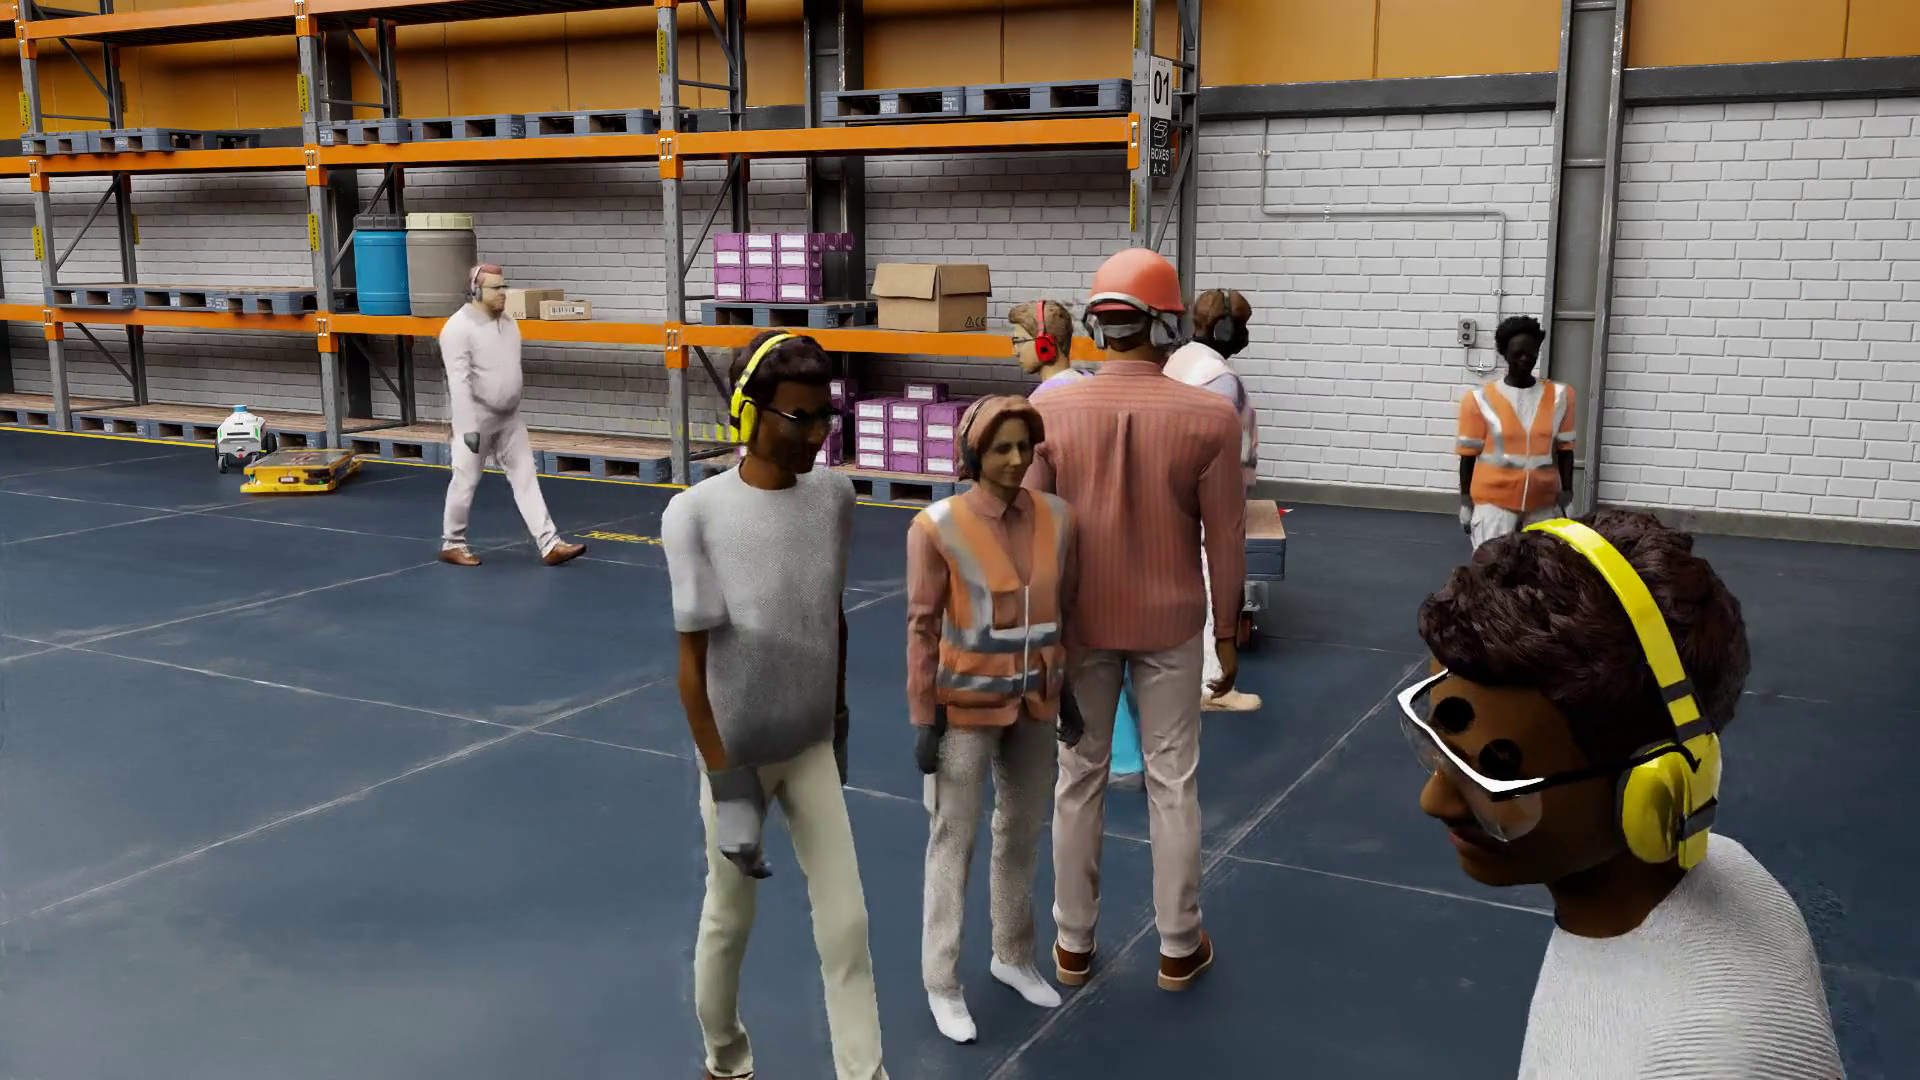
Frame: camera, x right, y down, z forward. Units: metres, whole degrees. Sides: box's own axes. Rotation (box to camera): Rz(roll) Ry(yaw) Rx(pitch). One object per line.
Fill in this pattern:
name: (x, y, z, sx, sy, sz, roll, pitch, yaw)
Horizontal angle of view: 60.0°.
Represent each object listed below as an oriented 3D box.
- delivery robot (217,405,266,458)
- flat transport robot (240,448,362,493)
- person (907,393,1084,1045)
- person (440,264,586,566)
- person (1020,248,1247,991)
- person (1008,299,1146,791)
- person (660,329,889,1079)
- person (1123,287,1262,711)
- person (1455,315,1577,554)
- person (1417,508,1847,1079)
delivery robot: (-6.268, -0.937, 14.525, 0.477, 0.478, 0.707, -3, 11, -18)
flat transport robot: (-5.372, -0.581, 13.614, 0.652, 0.197, 1.431, -2, 10, -9)
person: (0.091, 0.443, 4.252, 0.522, 1.642, 0.309, -7, 12, -33)
person: (-2.807, -0.736, 10.126, 0.963, 1.853, 0.658, 6, 12, 28)
person: (0.454, 0.223, 4.484, 0.618, 1.990, 0.394, 2, 11, 11)
person: (0.289, 0.018, 6.159, 0.959, 1.785, 0.593, 4, 11, 22)
person: (-0.337, 0.484, 3.490, 0.506, 1.828, 0.868, -8, 13, -38)
person: (0.926, -0.154, 7.047, 0.678, 1.825, 0.640, -2, 10, -9)
person: (2.498, -0.189, 7.575, 0.537, 1.681, 0.598, 0, 10, 0)
person: (0.593, 0.878, 1.336, 0.552, 1.827, 0.535, 3, 11, 18)
